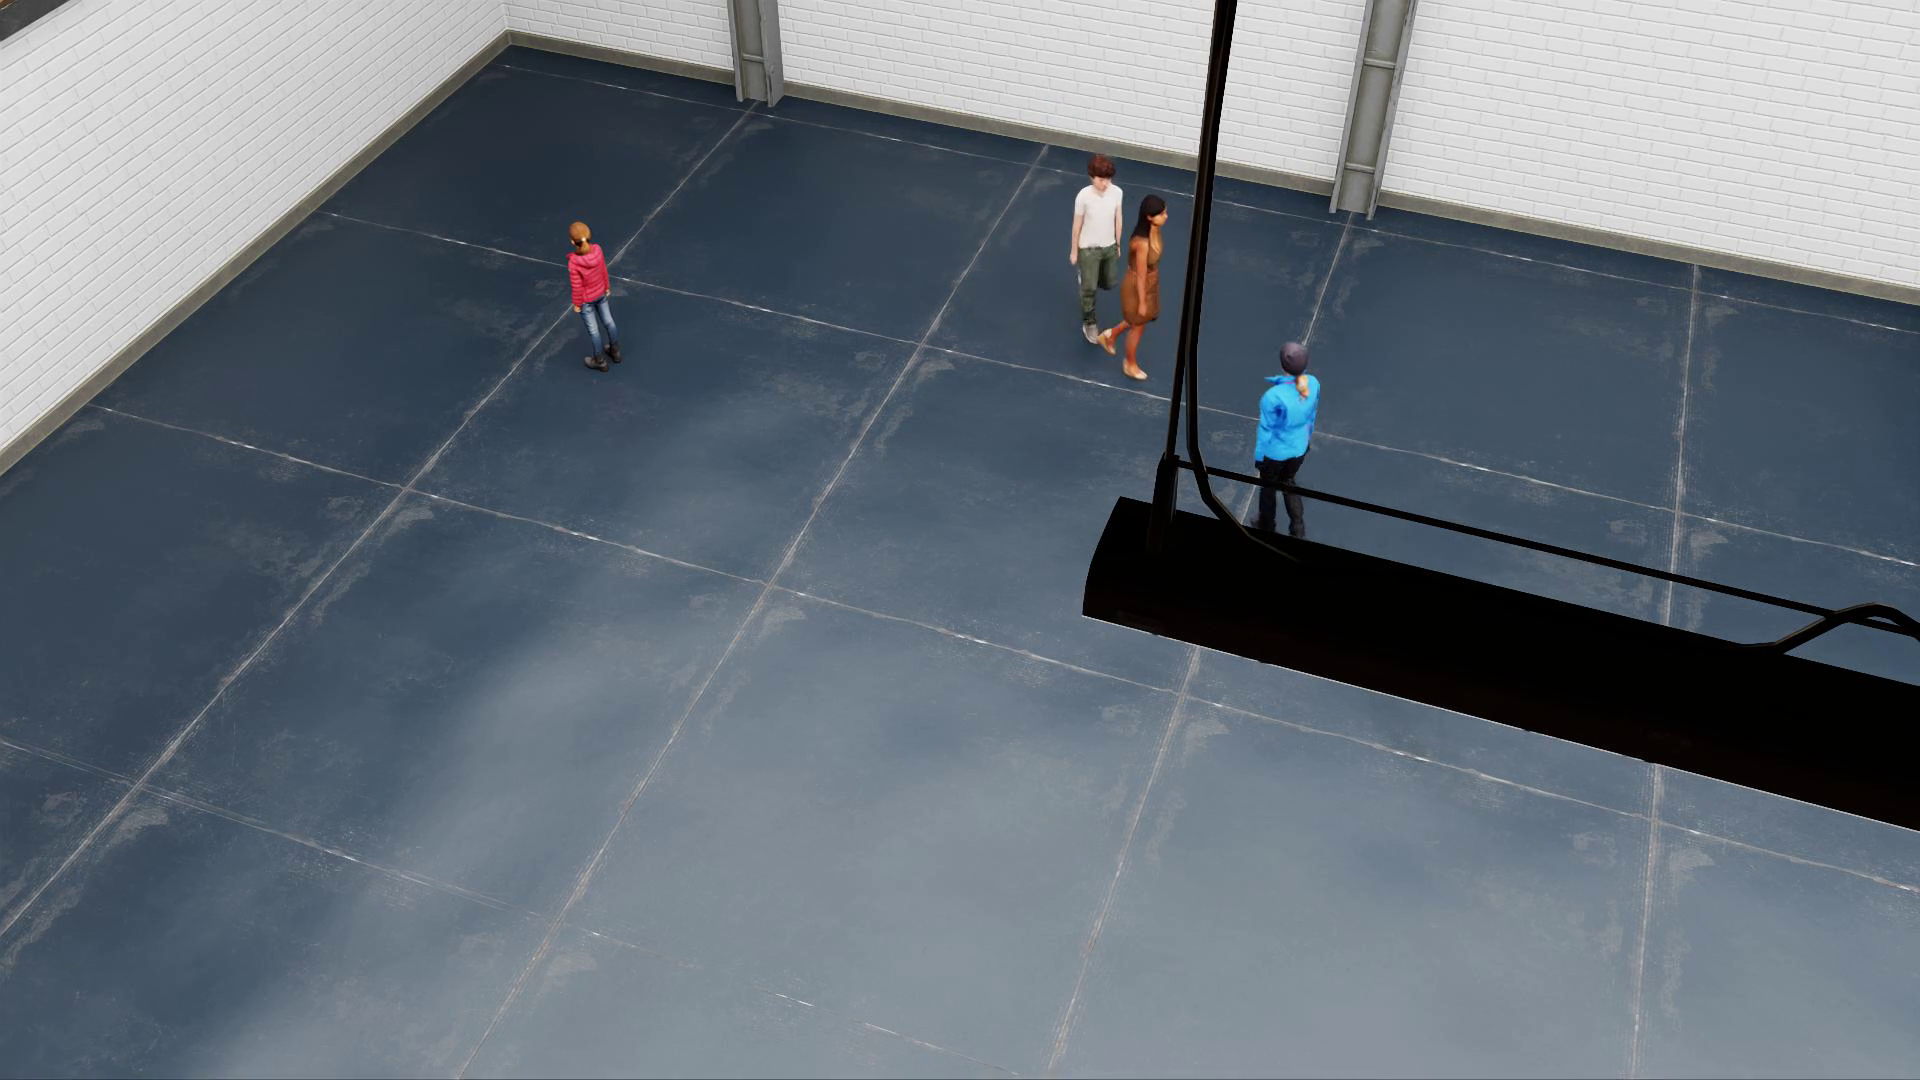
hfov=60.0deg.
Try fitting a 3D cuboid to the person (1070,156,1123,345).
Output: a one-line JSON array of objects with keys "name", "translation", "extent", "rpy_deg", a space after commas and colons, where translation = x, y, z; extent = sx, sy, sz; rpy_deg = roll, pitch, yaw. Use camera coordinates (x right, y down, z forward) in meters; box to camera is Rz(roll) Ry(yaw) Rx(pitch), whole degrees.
[{"name": "person", "translation": [1.079, -2.403, 13.434], "extent": [0.774, 1.643, 0.826], "rpy_deg": [-12, 45, -12]}]

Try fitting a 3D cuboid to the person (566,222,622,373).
[{"name": "person", "translation": [-2.910, -1.933, 13.176], "extent": [0.571, 1.317, 0.573], "rpy_deg": [29, 51, 27]}]

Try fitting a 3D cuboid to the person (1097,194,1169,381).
[{"name": "person", "translation": [1.325, -1.964, 12.951], "extent": [0.735, 1.674, 0.604], "rpy_deg": [17, 46, 17]}]

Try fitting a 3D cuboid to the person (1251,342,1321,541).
[{"name": "person", "translation": [2.262, -0.554, 11.390], "extent": [0.928, 1.784, 0.965], "rpy_deg": [-13, 45, -14]}]
